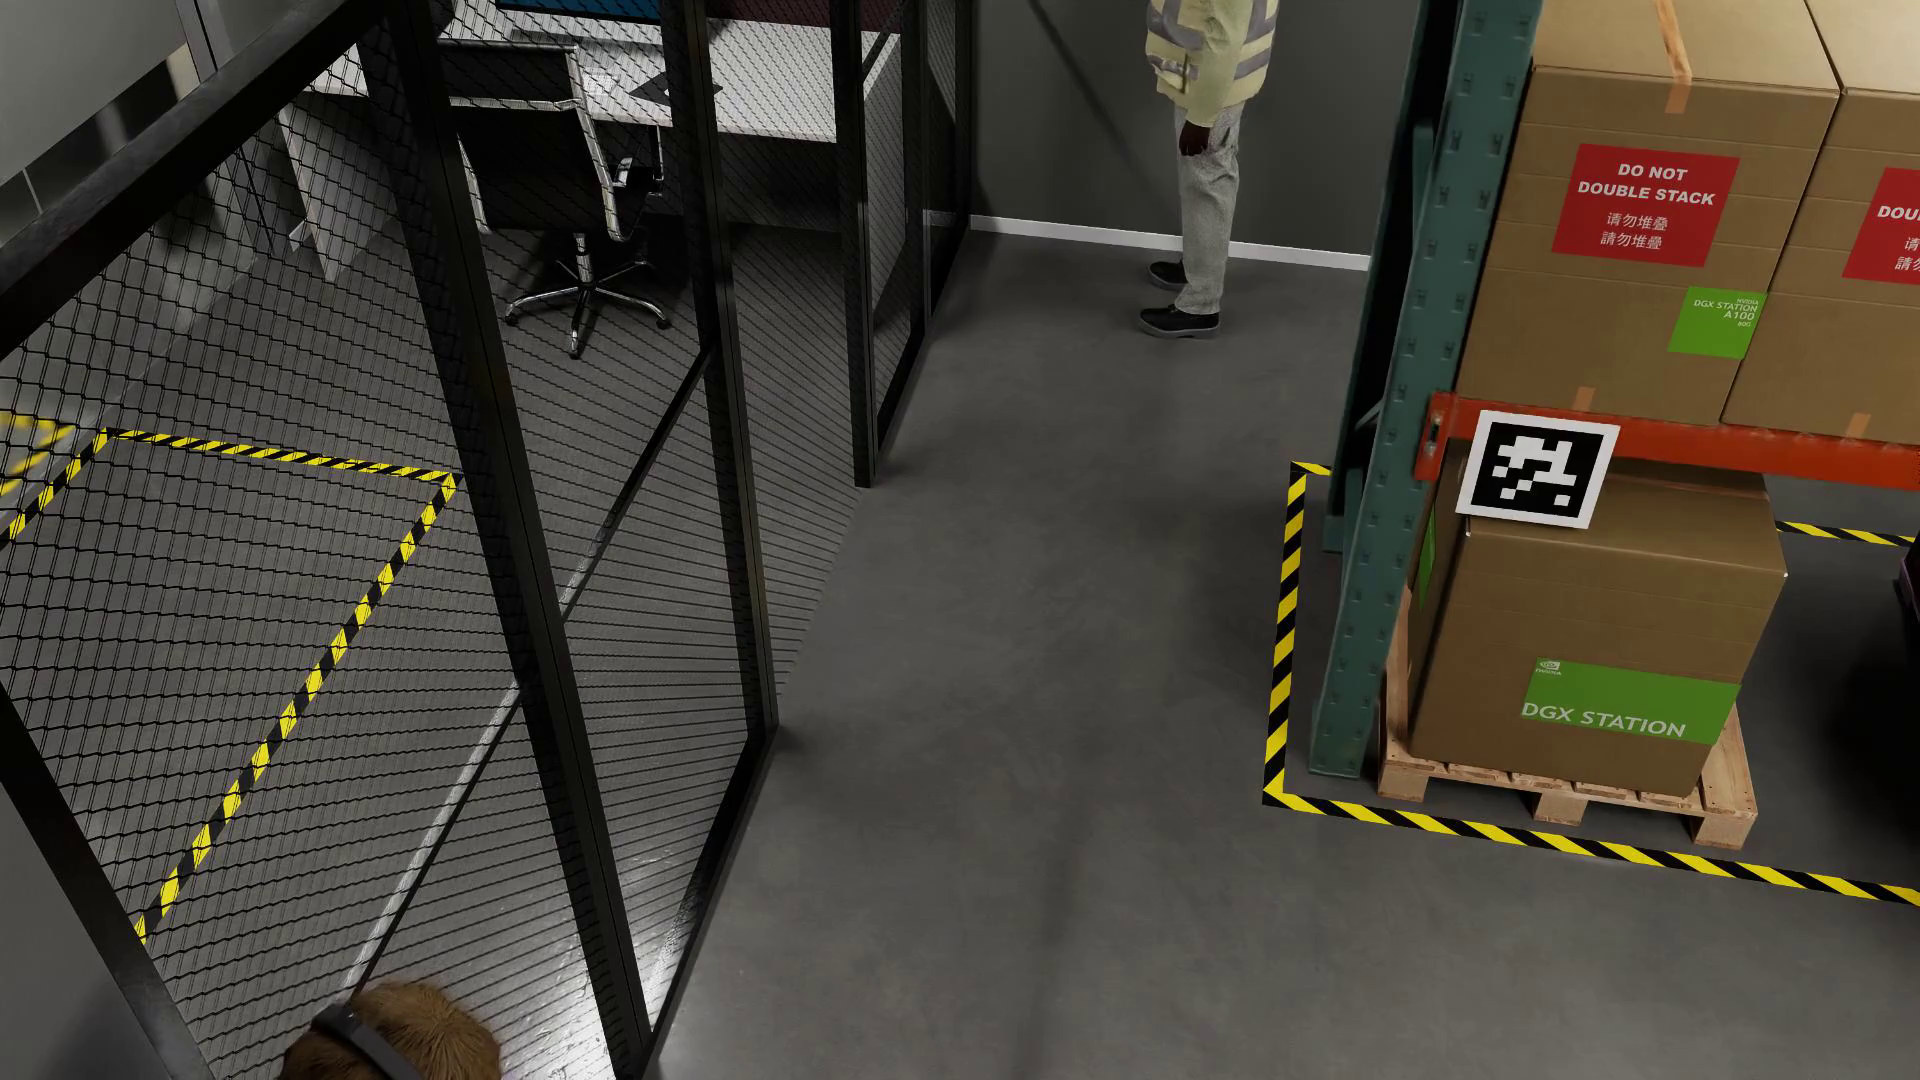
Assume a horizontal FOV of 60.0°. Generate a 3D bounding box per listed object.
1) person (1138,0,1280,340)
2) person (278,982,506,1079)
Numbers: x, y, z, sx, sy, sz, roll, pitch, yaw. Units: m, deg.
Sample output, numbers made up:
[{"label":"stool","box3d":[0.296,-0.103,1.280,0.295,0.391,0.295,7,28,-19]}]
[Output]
[{"label":"person","box3d":[0.785,-1.497,5.304,0.404,1.827,0.600,9,42,10]},{"label":"person","box3d":[-0.526,1.160,2.162,0.635,1.937,0.352,19,44,20]}]
